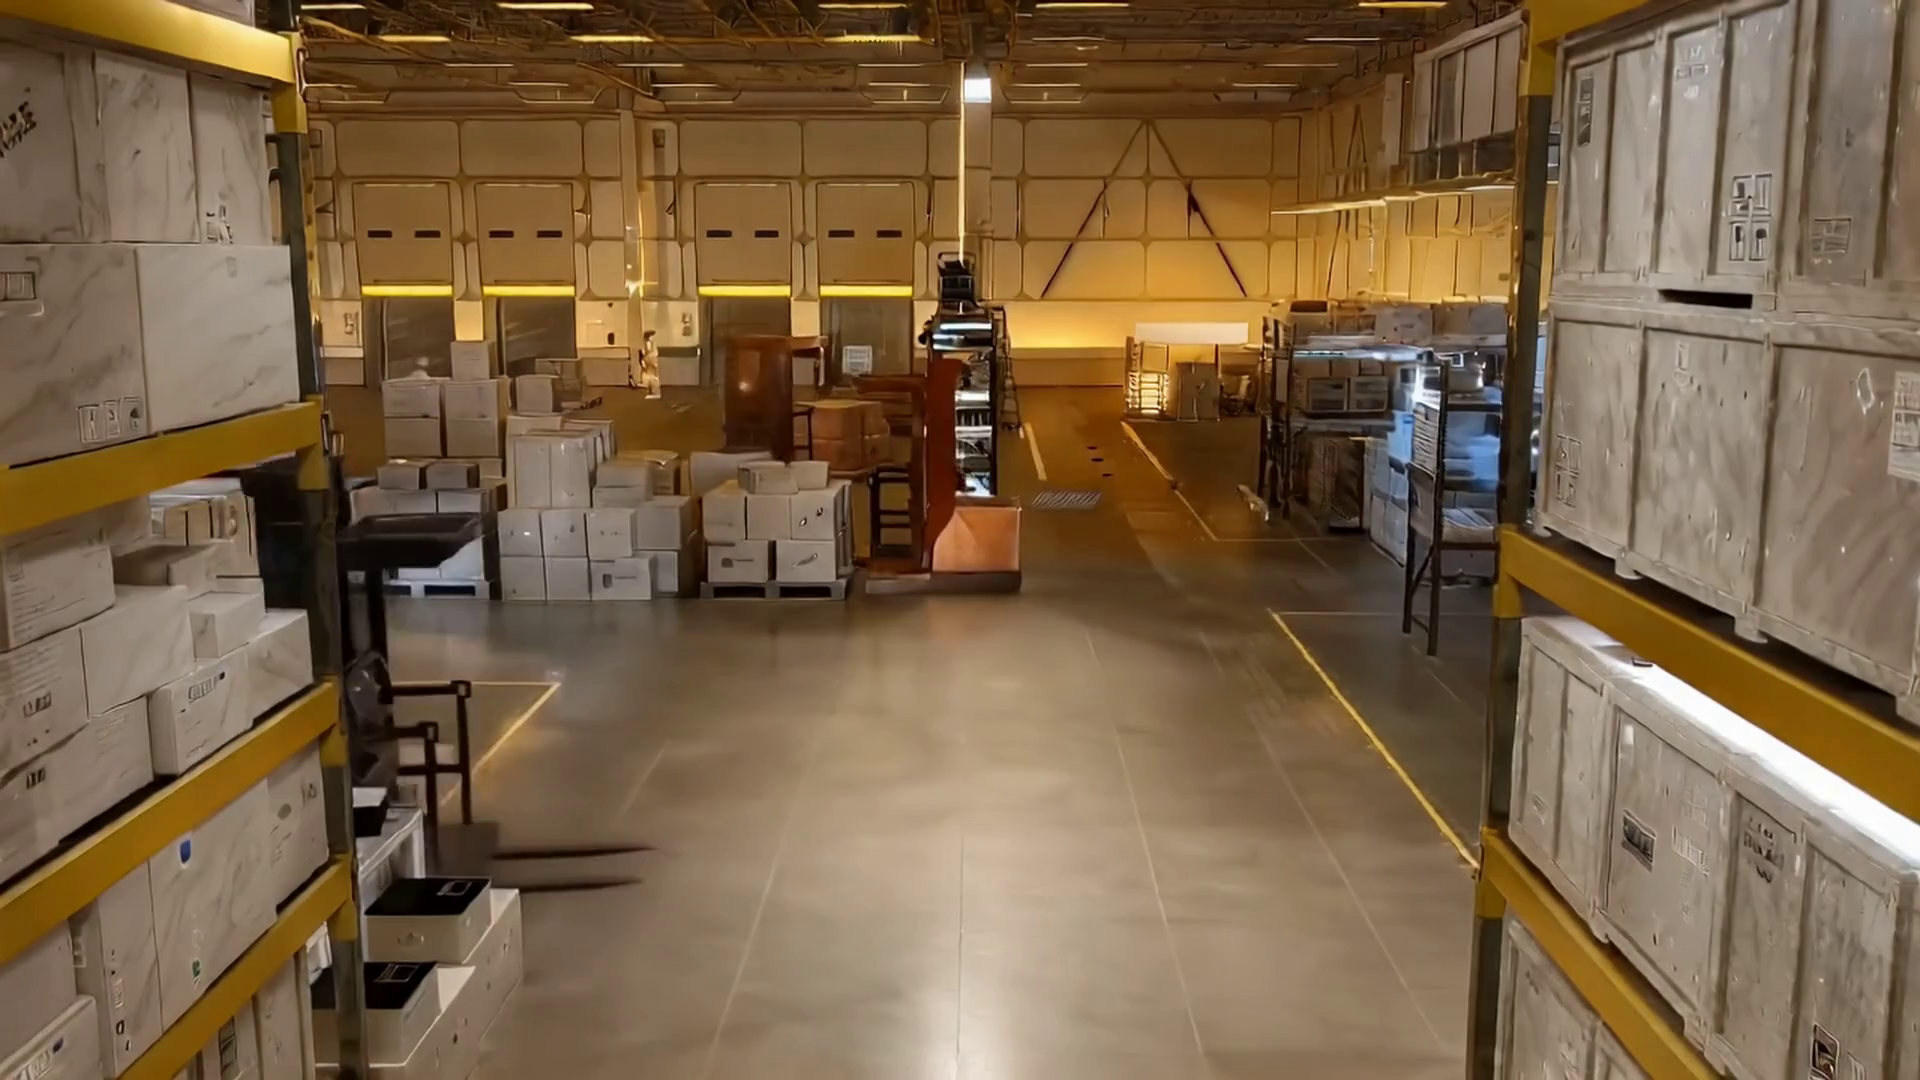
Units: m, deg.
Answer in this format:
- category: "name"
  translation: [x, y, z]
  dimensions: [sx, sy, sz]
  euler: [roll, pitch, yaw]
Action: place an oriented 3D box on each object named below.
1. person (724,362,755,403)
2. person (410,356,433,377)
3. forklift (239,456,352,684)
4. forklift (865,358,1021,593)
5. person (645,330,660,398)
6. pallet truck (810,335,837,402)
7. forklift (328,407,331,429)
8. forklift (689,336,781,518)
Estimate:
- category: "person"
  translation: [-4.561, -2.741, 34.361]
  dimensions: [0.643, 1.904, 0.959]
  euler: [3, 10, 17]
- category: "person"
  translation: [-11.526, -3.013, 35.854]
  dimensions: [0.510, 1.916, 0.565]
  euler: [6, 11, 29]
- category: "forklift"
  translation: [-4.145, 0.892, 10.558]
  dimensions: [1.873, 2.768, 1.129]
  euler: [-1, 10, -6]
- category: "forklift"
  translation: [-0.198, -0.808, 20.366]
  dimensions: [1.873, 2.768, 1.129]
  euler: [0, 10, 1]
- category: "person"
  translation: [-8.756, -4.993, 47.262]
  dimensions: [0.388, 1.930, 0.544]
  euler: [-8, 13, -40]
- category: "pallet truck"
  translation: [-3.021, -4.312, 43.126]
  dimensions: [1.885, 1.965, 0.823]
  euler: [3, 10, 17]
- category: "forklift"
  translation: [-13.013, -2.834, 32.054]
  dimensions: [1.129, 2.768, 1.873]
  euler: [0, 10, 1]
- category: "forklift"
  translation: [-3.260, -1.779, 25.967]
  dimensions: [1.129, 2.768, 1.873]
  euler: [7, 12, 34]
